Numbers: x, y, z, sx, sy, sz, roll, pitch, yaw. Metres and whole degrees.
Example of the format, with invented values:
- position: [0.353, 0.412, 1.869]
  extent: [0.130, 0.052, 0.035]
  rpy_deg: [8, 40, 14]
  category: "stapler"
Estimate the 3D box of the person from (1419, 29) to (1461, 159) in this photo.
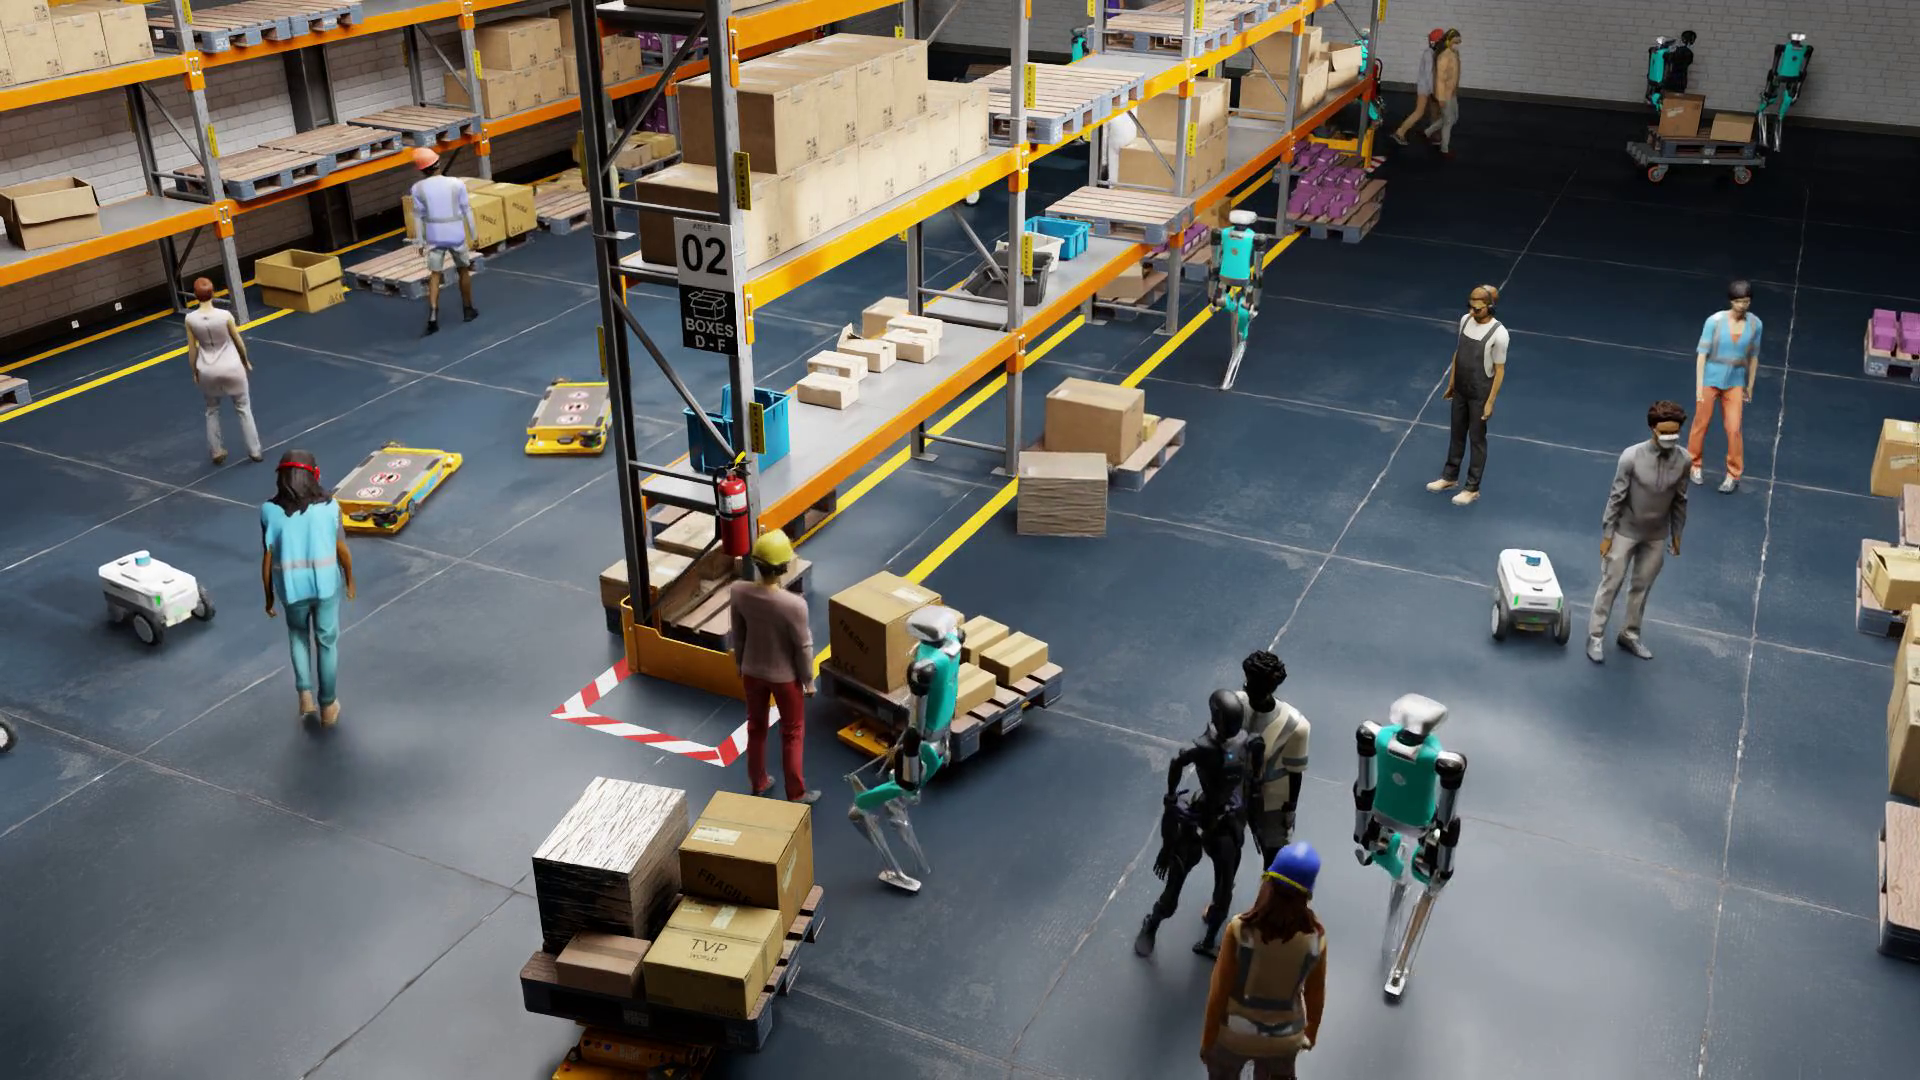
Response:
- position: [6.979, -6.454, 24.033]
  extent: [0.573, 1.851, 0.580]
  rpy_deg: [18, 32, 32]
  category: "person"

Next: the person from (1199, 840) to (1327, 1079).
- position: [1.258, 2.056, 6.968]
  extent: [0.507, 1.727, 0.529]
  rpy_deg: [3, 26, 5]
  category: "person"

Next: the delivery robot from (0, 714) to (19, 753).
- position: [-6.201, 1.178, 10.084]
  extent: [0.795, 0.602, 0.499]
  rpy_deg: [1, 26, 3]
  category: "delivery robot"

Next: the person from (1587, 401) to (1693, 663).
- position: [4.539, -0.065, 11.095]
  extent: [0.552, 1.888, 0.415]
  rpy_deg: [1, 26, 2]
  category: "person"

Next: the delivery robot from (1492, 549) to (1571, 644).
- position: [4.003, 0.366, 11.710]
  extent: [0.499, 0.589, 0.790]
  rpy_deg: [4, 27, 7]
  category: "delivery robot"

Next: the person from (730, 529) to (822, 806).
- position: [-1.060, 0.753, 9.579]
  extent: [0.534, 1.761, 0.334]
  rpy_deg: [12, 29, 24]
  category: "person"

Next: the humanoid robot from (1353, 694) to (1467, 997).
- position: [2.270, 1.459, 8.205]
  extent: [0.530, 1.796, 0.820]
  rpy_deg: [20, 33, 35]
  category: "humanoid robot"

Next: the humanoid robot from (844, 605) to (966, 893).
- position: [-0.340, 1.150, 8.846]
  extent: [0.698, 1.834, 0.537]
  rpy_deg: [10, 28, 20]
  category: "humanoid robot"

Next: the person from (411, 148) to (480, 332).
- position: [-5.313, -3.104, 17.224]
  extent: [0.638, 1.895, 0.761]
  rpy_deg: [-4, 27, -9]
  category: "person"

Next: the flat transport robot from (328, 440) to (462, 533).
- position: [-4.684, -0.444, 13.674]
  extent: [0.659, 0.231, 1.431]
  rpy_deg: [3, 26, 6]
  category: "flat transport robot"

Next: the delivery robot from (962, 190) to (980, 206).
- position: [-0.155, -4.657, 21.858]
  extent: [0.781, 0.591, 0.499]
  rpy_deg: [-17, 31, -31]
  category: "delivery robot"

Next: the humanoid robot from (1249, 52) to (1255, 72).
- position: [4.463, -6.615, 24.563]
  extent: [0.334, 1.649, 0.609]
  rpy_deg: [-15, 30, -28]
  category: "humanoid robot"

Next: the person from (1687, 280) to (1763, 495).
- position: [6.282, -1.254, 13.638]
  extent: [0.530, 1.751, 0.495]
  rpy_deg: [6, 27, 12]
  category: "person"

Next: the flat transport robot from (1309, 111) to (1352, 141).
- position: [5.107, -6.027, 24.953]
  extent: [1.431, 0.231, 0.659]
  rpy_deg: [10, 28, 19]
  category: "flat transport robot"

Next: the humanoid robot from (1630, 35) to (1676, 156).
- position: [10.334, -6.414, 24.133]
  extent: [1.023, 1.774, 0.531]
  rpy_deg: [-3, 27, -7]
  category: "humanoid robot"

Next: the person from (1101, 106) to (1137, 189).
- position: [2.010, -4.703, 20.447]
  extent: [0.664, 1.889, 0.488]
  rpy_deg: [-7, 27, -14]
  category: "person"

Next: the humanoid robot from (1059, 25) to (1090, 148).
- position: [1.545, -6.685, 24.652]
  extent: [0.876, 1.783, 0.551]
  rpy_deg: [-8, 27, -15]
  category: "humanoid robot"

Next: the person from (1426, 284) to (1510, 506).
- position: [4.119, -1.178, 13.388]
  extent: [0.346, 1.840, 0.506]
  rpy_deg: [-13, 29, -24]
  category: "person"

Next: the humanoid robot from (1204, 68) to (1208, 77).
- position: [3.676, -6.493, 24.304]
  extent: [0.313, 1.652, 0.606]
  rpy_deg: [-6, 27, -13]
  category: "humanoid robot"

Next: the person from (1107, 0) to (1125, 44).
- position: [2.648, -9.044, 29.197]
  extent: [0.554, 1.920, 0.453]
  rpy_deg: [17, 31, 30]
  category: "person"

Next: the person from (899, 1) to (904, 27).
- position: [-0.920, -9.444, 30.113]
  extent: [0.368, 1.824, 0.512]
  rpy_deg: [4, 27, 8]
  category: "person"

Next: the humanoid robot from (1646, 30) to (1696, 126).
- position: [10.706, -6.841, 25.031]
  extent: [0.570, 1.639, 0.594]
  rpy_deg: [2, 26, 4]
  category: "humanoid robot"

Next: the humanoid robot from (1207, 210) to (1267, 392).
- position: [2.701, -2.360, 15.941]
  extent: [0.536, 1.776, 1.015]
  rpy_deg: [12, 29, 22]
  category: "humanoid robot"

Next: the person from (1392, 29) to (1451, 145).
- position: [6.952, -6.742, 24.763]
  extent: [0.798, 1.712, 0.557]
  rpy_deg: [11, 28, 21]
  category: "person"

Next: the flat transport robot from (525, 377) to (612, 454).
- position: [-3.477, -1.132, 15.065]
  extent: [0.659, 0.231, 1.431]
  rpy_deg: [-1, 26, -2]
  category: "flat transport robot"

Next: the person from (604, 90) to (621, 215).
- position: [-4.561, -5.082, 21.266]
  extent: [0.391, 1.845, 0.562]
  rpy_deg: [2, 26, 5]
  category: "person"

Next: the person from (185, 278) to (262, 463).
- position: [-6.267, -1.429, 14.103]
  extent: [0.443, 1.646, 0.356]
  rpy_deg: [-4, 27, -7]
  category: "person"

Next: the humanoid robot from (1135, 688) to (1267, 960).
- position: [1.218, 1.417, 8.340]
  extent: [0.601, 1.648, 0.462]
  rpy_deg: [-10, 28, -19]
  category: "humanoid robot"

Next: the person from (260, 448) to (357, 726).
- position: [-4.050, 0.305, 10.375]
  extent: [0.534, 1.851, 0.458]
  rpy_deg: [-7, 27, -13]
  category: "person"

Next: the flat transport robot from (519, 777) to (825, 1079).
- position: [-1.409, 2.228, 8.277]
  extent: [0.659, 0.231, 1.431]
  rpy_deg: [7, 27, 13]
  category: "flat transport robot"

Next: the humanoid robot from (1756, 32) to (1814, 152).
- position: [12.028, -6.588, 24.479]
  extent: [0.540, 1.811, 0.756]
  rpy_deg: [1, 26, 3]
  category: "humanoid robot"

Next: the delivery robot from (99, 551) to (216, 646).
- position: [-5.686, 0.374, 11.709]
  extent: [0.794, 0.603, 0.499]
  rpy_deg: [16, 30, 28]
  category: "delivery robot"

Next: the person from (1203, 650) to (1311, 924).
- position: [1.515, 1.301, 8.549]
  extent: [0.531, 1.690, 0.322]
  rpy_deg: [16, 30, 29]
  category: "person"

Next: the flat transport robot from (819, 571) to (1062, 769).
- position: [-0.055, 1.046, 10.665]
  extent: [0.659, 0.231, 1.431]
  rpy_deg: [22, 34, 37]
  category: "flat transport robot"

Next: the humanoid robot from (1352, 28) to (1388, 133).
- position: [6.031, -6.573, 24.352]
  extent: [0.689, 1.745, 0.532]
  rpy_deg: [14, 30, 27]
  category: "humanoid robot"
